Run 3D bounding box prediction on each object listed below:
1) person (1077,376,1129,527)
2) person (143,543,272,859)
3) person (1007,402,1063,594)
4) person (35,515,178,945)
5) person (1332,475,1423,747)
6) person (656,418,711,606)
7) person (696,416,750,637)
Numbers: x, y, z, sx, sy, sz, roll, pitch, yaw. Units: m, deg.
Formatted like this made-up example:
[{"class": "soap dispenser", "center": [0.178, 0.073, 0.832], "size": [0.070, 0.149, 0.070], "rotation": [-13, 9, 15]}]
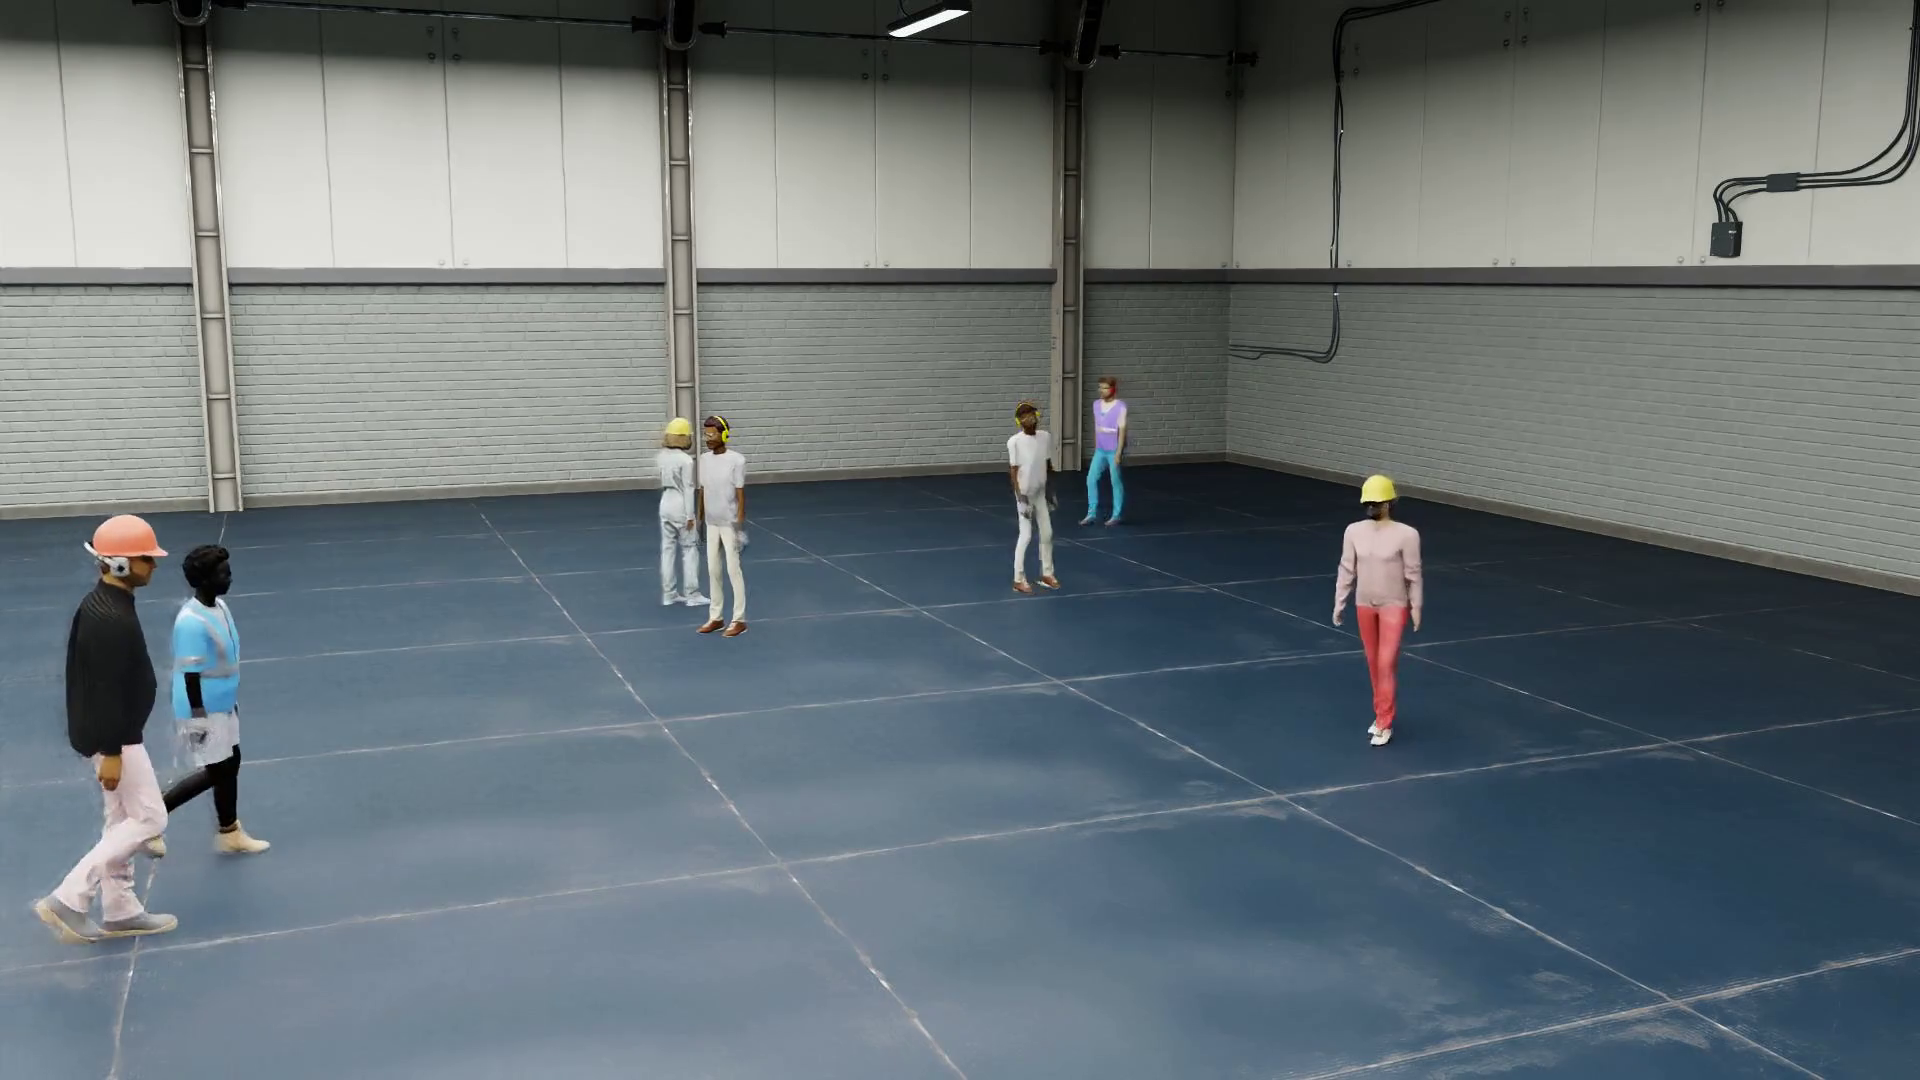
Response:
[{"class": "person", "center": [1.703, -1.044, 19.935], "size": [0.736, 1.819, 0.606], "rotation": [-7, 11, -38]}, {"class": "person", "center": [-3.927, 0.845, 8.540], "size": [0.556, 1.680, 0.532], "rotation": [-2, 9, -11]}, {"class": "person", "center": [0.709, -0.413, 15.949], "size": [0.580, 1.830, 0.349], "rotation": [-6, 11, -35]}, {"class": "person", "center": [-3.804, 0.871, 7.464], "size": [0.563, 1.974, 0.629], "rotation": [-5, 10, -30]}, {"class": "person", "center": [2.687, 0.452, 10.804], "size": [0.541, 1.738, 0.730], "rotation": [8, 12, 40]}, {"class": "person", "center": [-2.566, -0.258, 15.286], "size": [0.502, 1.737, 0.368], "rotation": [7, 12, 38]}, {"class": "person", "center": [-1.997, -0.117, 14.000], "size": [0.565, 1.868, 0.321], "rotation": [5, 10, 30]}]
